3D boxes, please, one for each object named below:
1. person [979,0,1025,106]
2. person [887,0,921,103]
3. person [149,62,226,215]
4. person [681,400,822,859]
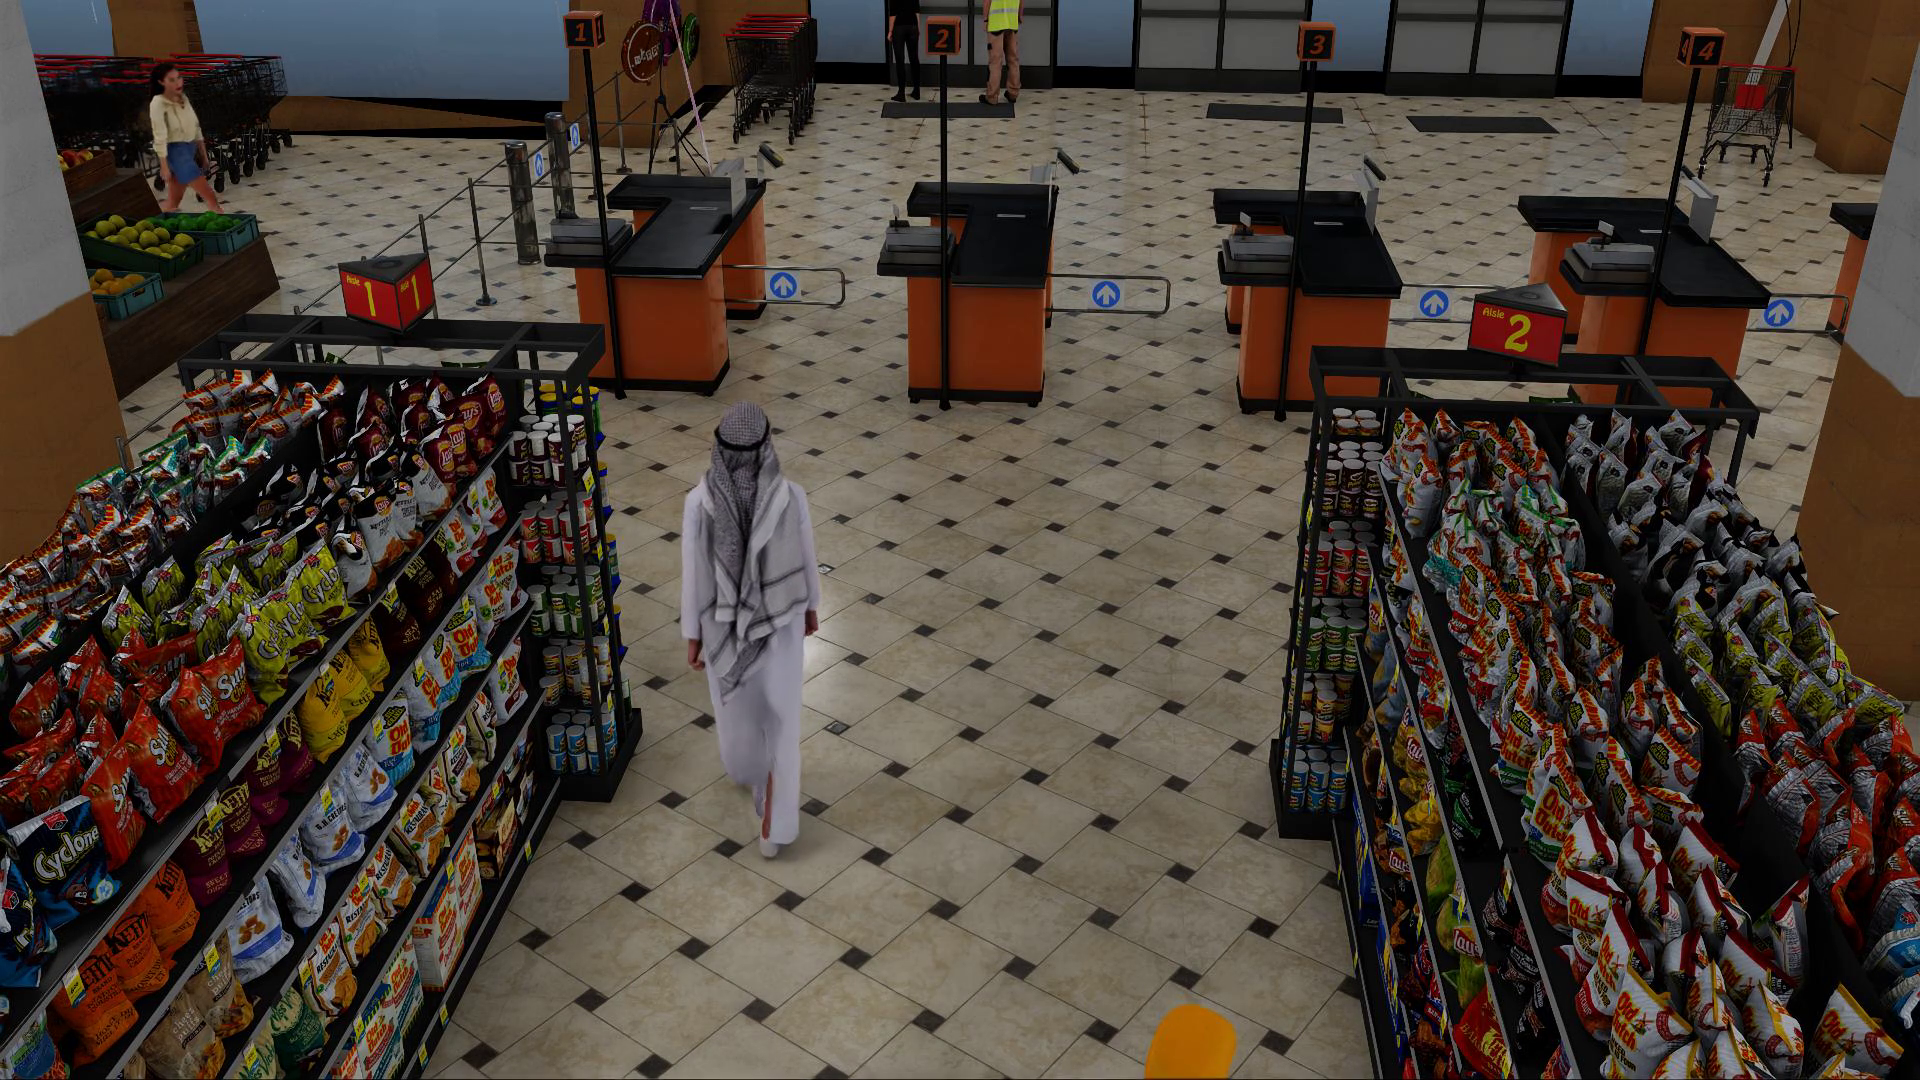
[{"bbox_3d":[0.483,-5.984,19.232,0.845,1.847,0.893,-14,30,-25],"label":"person"},{"bbox_3d":[-0.643,-5.987,19.466,0.651,1.641,0.677,-14,30,-26],"label":"person"},{"bbox_3d":[-6.622,-3.174,13.994,0.722,1.574,1.076,2,27,4],"label":"person"},{"bbox_3d":[-0.812,0.407,6.574,0.863,1.898,1.121,-4,27,-7],"label":"person"}]
